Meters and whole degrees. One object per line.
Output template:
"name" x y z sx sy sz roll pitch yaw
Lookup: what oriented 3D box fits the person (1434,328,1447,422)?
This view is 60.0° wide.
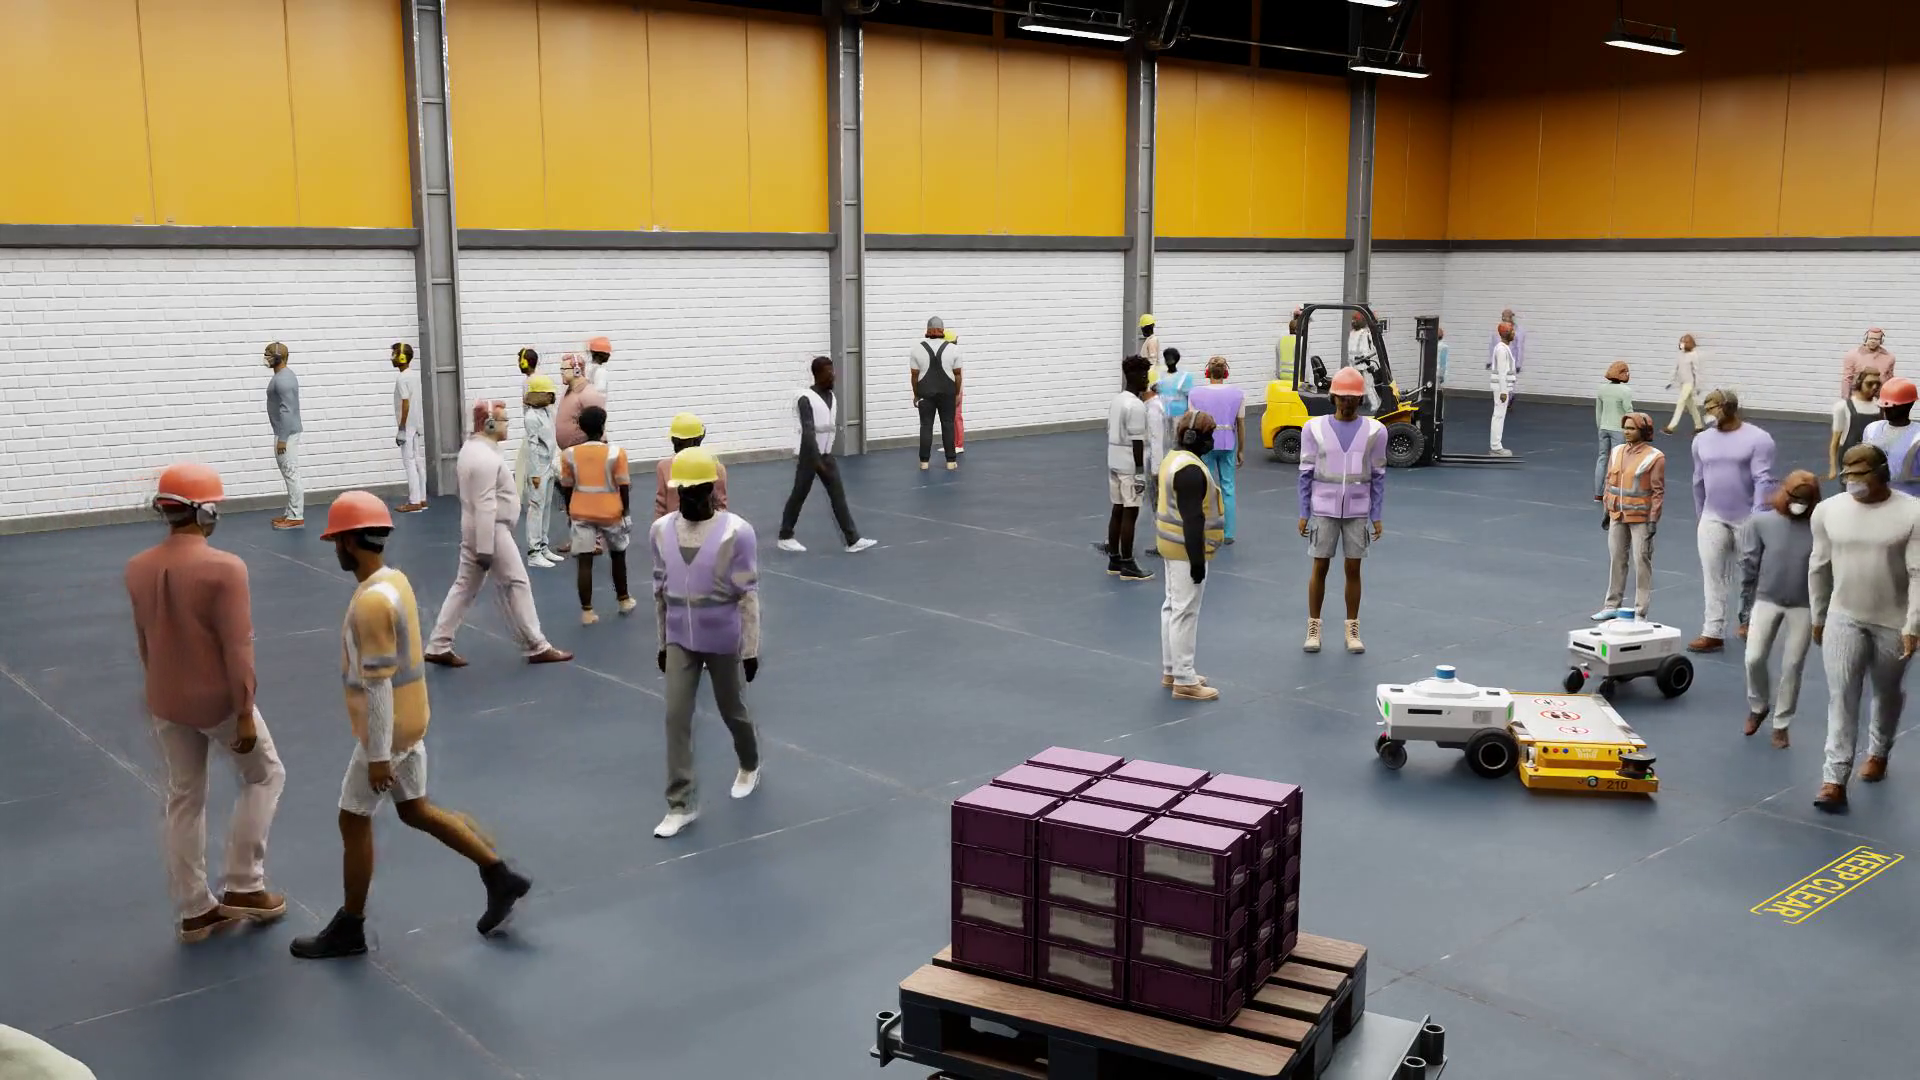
"person" 8.020 -2.775 28.063 0.500 1.607 0.553 -4 11 -23

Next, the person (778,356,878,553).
"person" -1.314 -0.794 15.738 1.019 1.870 0.587 5 11 28

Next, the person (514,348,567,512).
"person" -4.627 -1.196 18.291 0.989 1.817 0.501 4 10 20

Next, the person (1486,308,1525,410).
"person" 9.764 -3.193 29.716 0.720 1.887 0.653 -7 12 -37

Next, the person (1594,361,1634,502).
"person" 7.458 -1.225 18.950 0.280 1.633 0.500 -5 11 -25

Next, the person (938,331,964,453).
"person" -0.127 -2.109 23.767 0.337 1.759 0.524 -4 10 -21

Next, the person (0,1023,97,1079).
"person" -1.575 1.390 2.582 0.608 1.995 0.377 2 10 11

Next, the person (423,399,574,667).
"person" -3.232 -0.038 11.365 0.985 1.861 0.653 -5 11 -27

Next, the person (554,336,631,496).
"person" -4.383 -1.453 19.570 0.953 1.899 0.549 -6 12 -33

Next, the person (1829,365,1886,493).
"person" 8.211 -0.685 15.206 0.533 1.829 0.680 1 10 4

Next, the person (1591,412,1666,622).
"person" 5.119 -0.158 12.679 0.310 1.642 0.514 -5 11 -27

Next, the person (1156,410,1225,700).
"person" 1.475 0.089 10.659 0.430 1.840 0.620 0 10 -2

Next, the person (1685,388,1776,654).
"person" 5.555 -0.156 12.013 0.647 1.874 0.980 9 13 43

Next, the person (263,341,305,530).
"person" -6.991 -1.078 17.199 0.373 1.940 0.629 -4 10 -21

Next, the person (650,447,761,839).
"person" -1.263 0.460 8.343 0.597 1.887 0.945 3 10 17

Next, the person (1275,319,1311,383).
"person" 5.176 -2.490 25.759 0.430 1.840 0.622 -7 12 -37

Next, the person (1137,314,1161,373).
"person" 2.934 -2.544 25.842 0.382 1.917 0.585 1 10 6

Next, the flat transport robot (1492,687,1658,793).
"flat transport robot" 3.391 1.098 9.333 0.652 0.197 1.431 1 10 8

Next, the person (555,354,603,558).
"person" -3.597 -0.793 15.620 0.405 1.906 0.653 -6 12 -33

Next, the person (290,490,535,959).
"person" -2.231 0.738 6.712 0.908 1.898 0.580 -2 10 -11

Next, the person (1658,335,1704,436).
"person" 11.407 -2.433 26.152 0.849 1.587 0.505 -1 10 -7

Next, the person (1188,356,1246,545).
"person" 2.491 -0.862 16.201 0.567 1.846 0.389 0 10 -1

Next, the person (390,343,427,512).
"person" -6.093 -1.235 18.314 0.314 1.869 0.535 0 10 0

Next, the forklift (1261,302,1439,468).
"forklift" 5.320 -2.157 22.763 2.313 2.155 1.214 3 10 16

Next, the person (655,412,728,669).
"person" -1.841 0.006 11.370 0.523 1.763 0.329 3 10 15

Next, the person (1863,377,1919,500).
"person" 6.881 -0.240 12.318 0.374 1.929 0.542 -7 12 -35

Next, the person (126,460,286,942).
"person" -3.096 0.656 6.900 0.632 1.978 0.573 3 10 19

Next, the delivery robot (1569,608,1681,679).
"delivery robot" 4.267 0.679 10.680 0.707 0.478 0.477 -4 11 -24

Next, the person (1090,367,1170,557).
"person" 1.612 -0.724 15.504 0.865 1.794 0.609 2 10 9

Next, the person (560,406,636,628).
"person" -2.764 -0.201 12.817 0.557 1.671 0.742 1 10 3

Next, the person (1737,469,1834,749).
"person" 4.730 0.392 9.516 0.515 1.618 0.325 6 11 30

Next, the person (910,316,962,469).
"person" -0.315 -1.957 22.043 0.683 2.000 0.538 0 10 0

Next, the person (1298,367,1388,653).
"person" 2.705 -0.208 11.798 0.608 2.043 0.374 1 10 7

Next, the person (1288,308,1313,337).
"person" 5.413 -2.779 27.016 0.497 1.989 0.779 4 11 24

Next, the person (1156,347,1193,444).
"person" 2.690 -1.598 20.978 0.544 1.681 0.591 4 11 24

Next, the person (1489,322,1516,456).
"person" 7.665 -2.124 23.474 0.345 1.883 0.584 3 10 16

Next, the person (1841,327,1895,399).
"person" 11.769 -1.806 21.567 0.636 1.903 0.404 1 10 6

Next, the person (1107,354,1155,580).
"person" 1.480 -0.637 14.536 0.369 1.963 0.609 -3 10 -15

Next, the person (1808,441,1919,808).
"person" 4.722 0.417 8.659 0.636 1.874 1.058 8 13 40

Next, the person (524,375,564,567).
"person" -3.794 -0.633 15.159 0.318 1.742 0.492 0 10 3

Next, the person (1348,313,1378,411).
"person" 6.957 -3.051 29.077 1.046 1.828 0.590 -4 10 -20

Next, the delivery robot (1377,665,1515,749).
"delivery robot" 2.667 0.936 9.174 0.707 0.478 0.477 1 10 8
